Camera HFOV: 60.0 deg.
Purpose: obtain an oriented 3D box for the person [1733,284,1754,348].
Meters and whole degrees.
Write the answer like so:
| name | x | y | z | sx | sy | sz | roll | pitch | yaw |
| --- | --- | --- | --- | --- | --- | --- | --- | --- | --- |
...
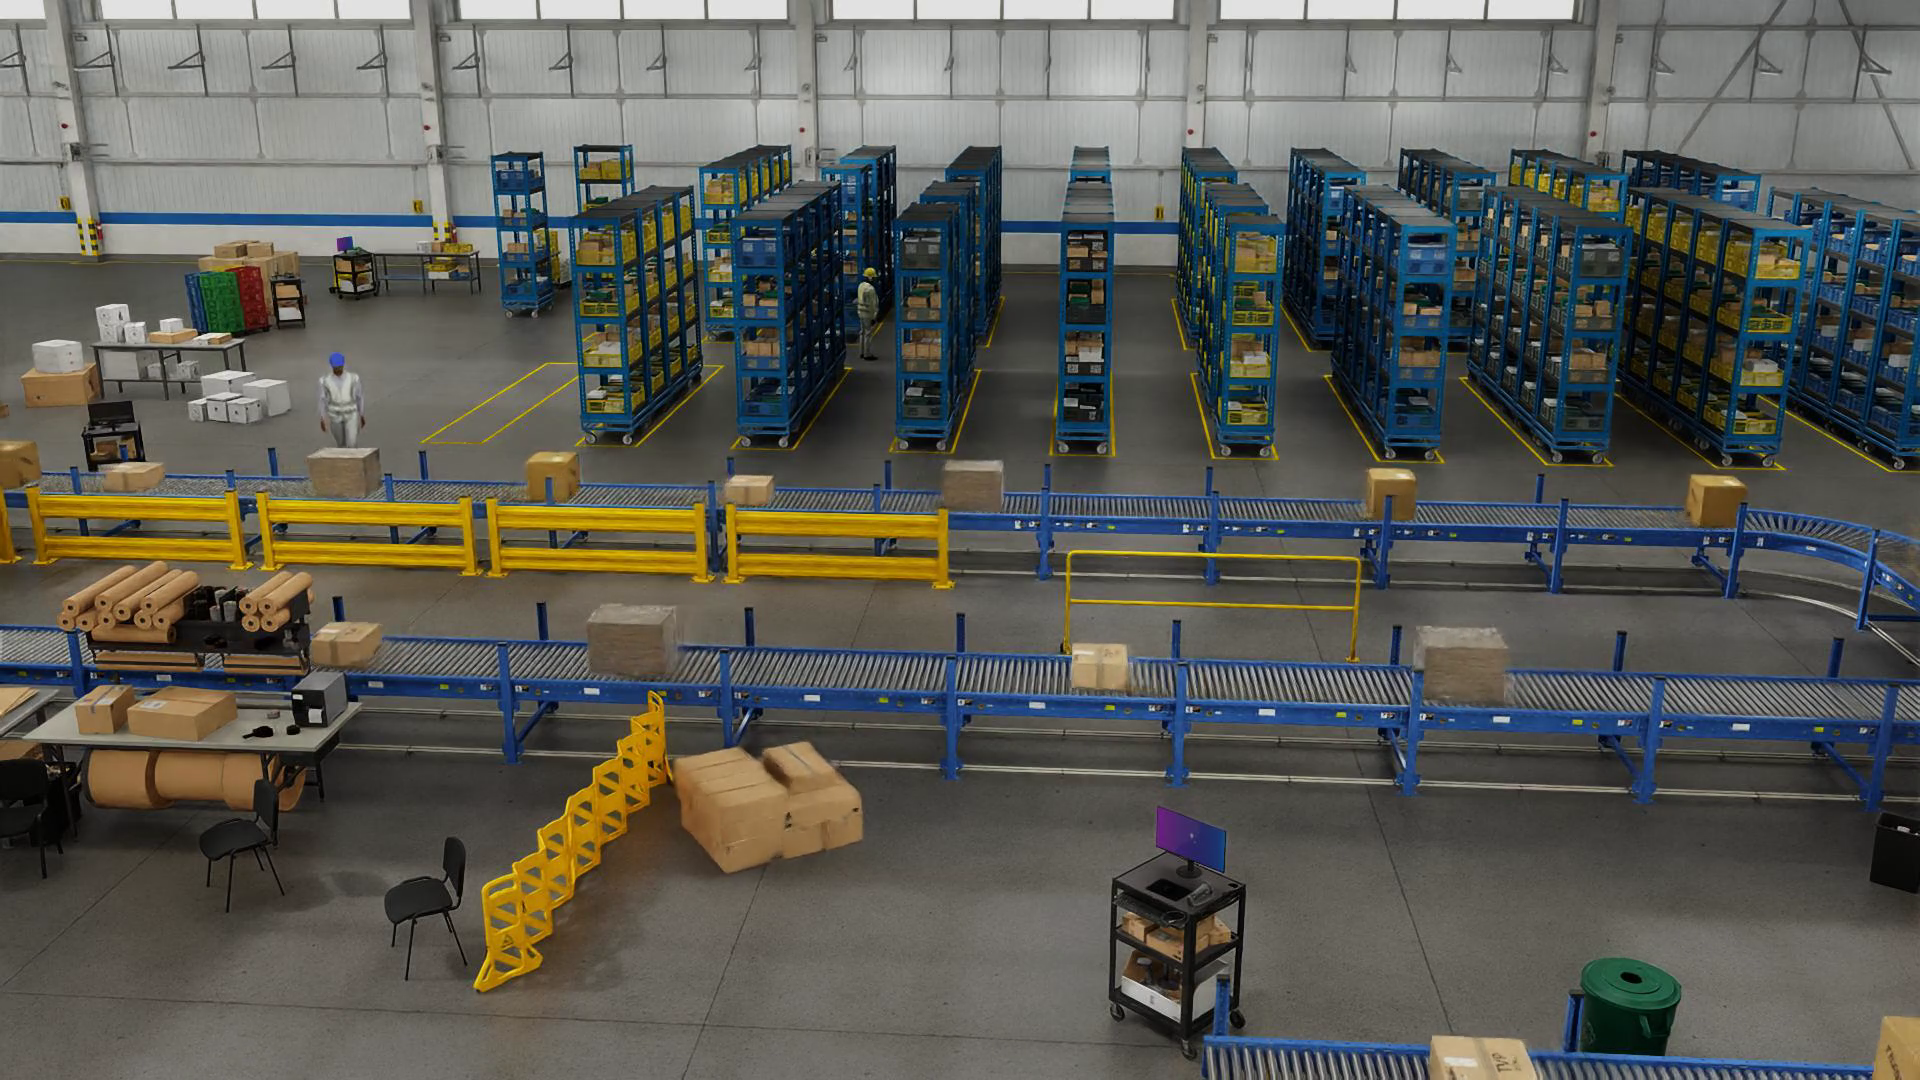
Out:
| name | x | y | z | sx | sy | sz | roll | pitch | yaw |
| --- | --- | --- | --- | --- | --- | --- | --- | --- | --- |
| person | 14.799 | -4.035 | 31.417 | 0.947 | 1.795 | 0.597 | 1 | 18 | 2 |

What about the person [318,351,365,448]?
| name | x | y | z | sx | sy | sz | roll | pitch | yaw |
| --- | --- | --- | --- | --- | --- | --- | --- | --- | --- |
| person | -9.011 | -1.831 | 24.247 | 0.633 | 1.916 | 0.952 | -6 | 18 | -18 |

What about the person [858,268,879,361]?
| name | x | y | z | sx | sy | sz | roll | pitch | yaw |
| --- | --- | --- | --- | --- | --- | --- | --- | --- | --- |
| person | -1.792 | -4.430 | 32.662 | 0.422 | 1.815 | 0.595 | -8 | 19 | -24 |
